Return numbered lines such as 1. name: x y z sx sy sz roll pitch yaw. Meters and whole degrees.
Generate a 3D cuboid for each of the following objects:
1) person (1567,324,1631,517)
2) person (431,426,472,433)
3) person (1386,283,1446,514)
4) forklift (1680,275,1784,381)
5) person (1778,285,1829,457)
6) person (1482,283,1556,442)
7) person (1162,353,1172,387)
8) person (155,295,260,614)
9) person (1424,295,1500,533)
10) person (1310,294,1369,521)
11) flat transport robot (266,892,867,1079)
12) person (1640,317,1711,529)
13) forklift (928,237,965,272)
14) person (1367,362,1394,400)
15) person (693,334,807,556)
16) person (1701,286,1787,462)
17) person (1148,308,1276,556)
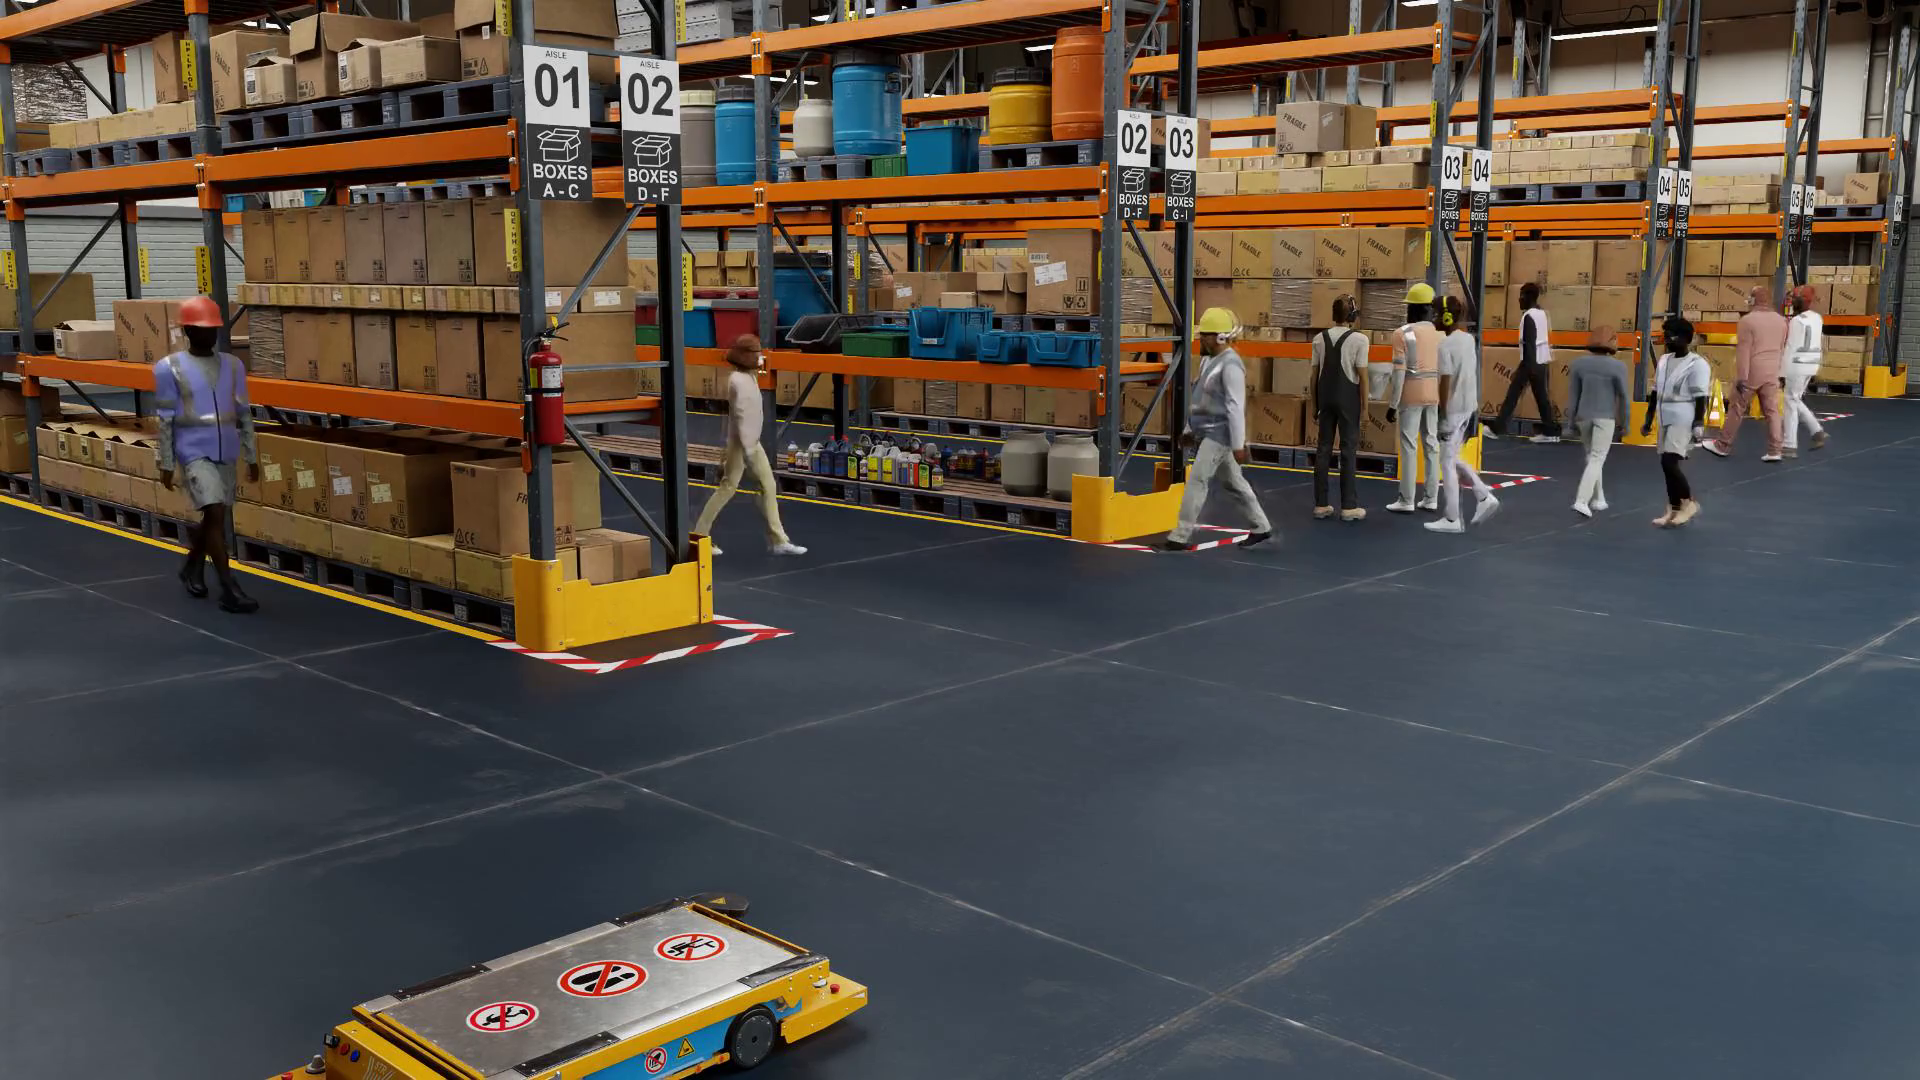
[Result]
1. person: 5.334 -0.996 13.926 0.833 1.605 0.506 -7 12 -38
2. person: -4.693 -1.409 15.409 0.771 1.910 0.654 6 11 33
3. person: 3.856 -1.190 14.020 0.594 1.926 0.370 -4 10 -21
4. forklift: 12.480 -3.427 27.053 1.214 2.155 2.313 9 13 43
5. person: 9.173 -1.836 18.138 0.596 1.867 0.518 -8 12 -39
6. person: 6.695 -2.109 19.821 0.977 1.870 0.620 6 11 34
7. person: 2.899 -2.546 22.535 0.792 1.863 0.593 7 11 36
8. person: -4.624 -0.546 10.174 0.962 1.903 0.555 7 12 37
9. person: 3.882 -0.972 12.949 0.513 1.845 0.524 9 13 44
10. person: 3.125 -1.093 13.681 0.509 1.844 0.329 8 12 40
11. flat transport robot: -0.980 1.246 4.283 0.652 0.197 1.431 9 13 43
12. person: 5.653 -0.921 13.154 0.375 1.676 0.532 -2 9 -11
13. forklift: -0.326 -5.817 39.609 1.129 2.768 1.873 9 13 43
14. person: 4.726 -1.932 18.598 0.616 1.923 0.770 -7 12 -37
15. person: -1.564 -0.678 11.902 0.839 1.593 0.513 1 9 8
16. person: 8.529 -1.783 17.892 0.670 1.862 0.919 -3 10 -18
17. person: 1.878 -0.780 12.003 0.956 1.785 0.584 0 9 -1
